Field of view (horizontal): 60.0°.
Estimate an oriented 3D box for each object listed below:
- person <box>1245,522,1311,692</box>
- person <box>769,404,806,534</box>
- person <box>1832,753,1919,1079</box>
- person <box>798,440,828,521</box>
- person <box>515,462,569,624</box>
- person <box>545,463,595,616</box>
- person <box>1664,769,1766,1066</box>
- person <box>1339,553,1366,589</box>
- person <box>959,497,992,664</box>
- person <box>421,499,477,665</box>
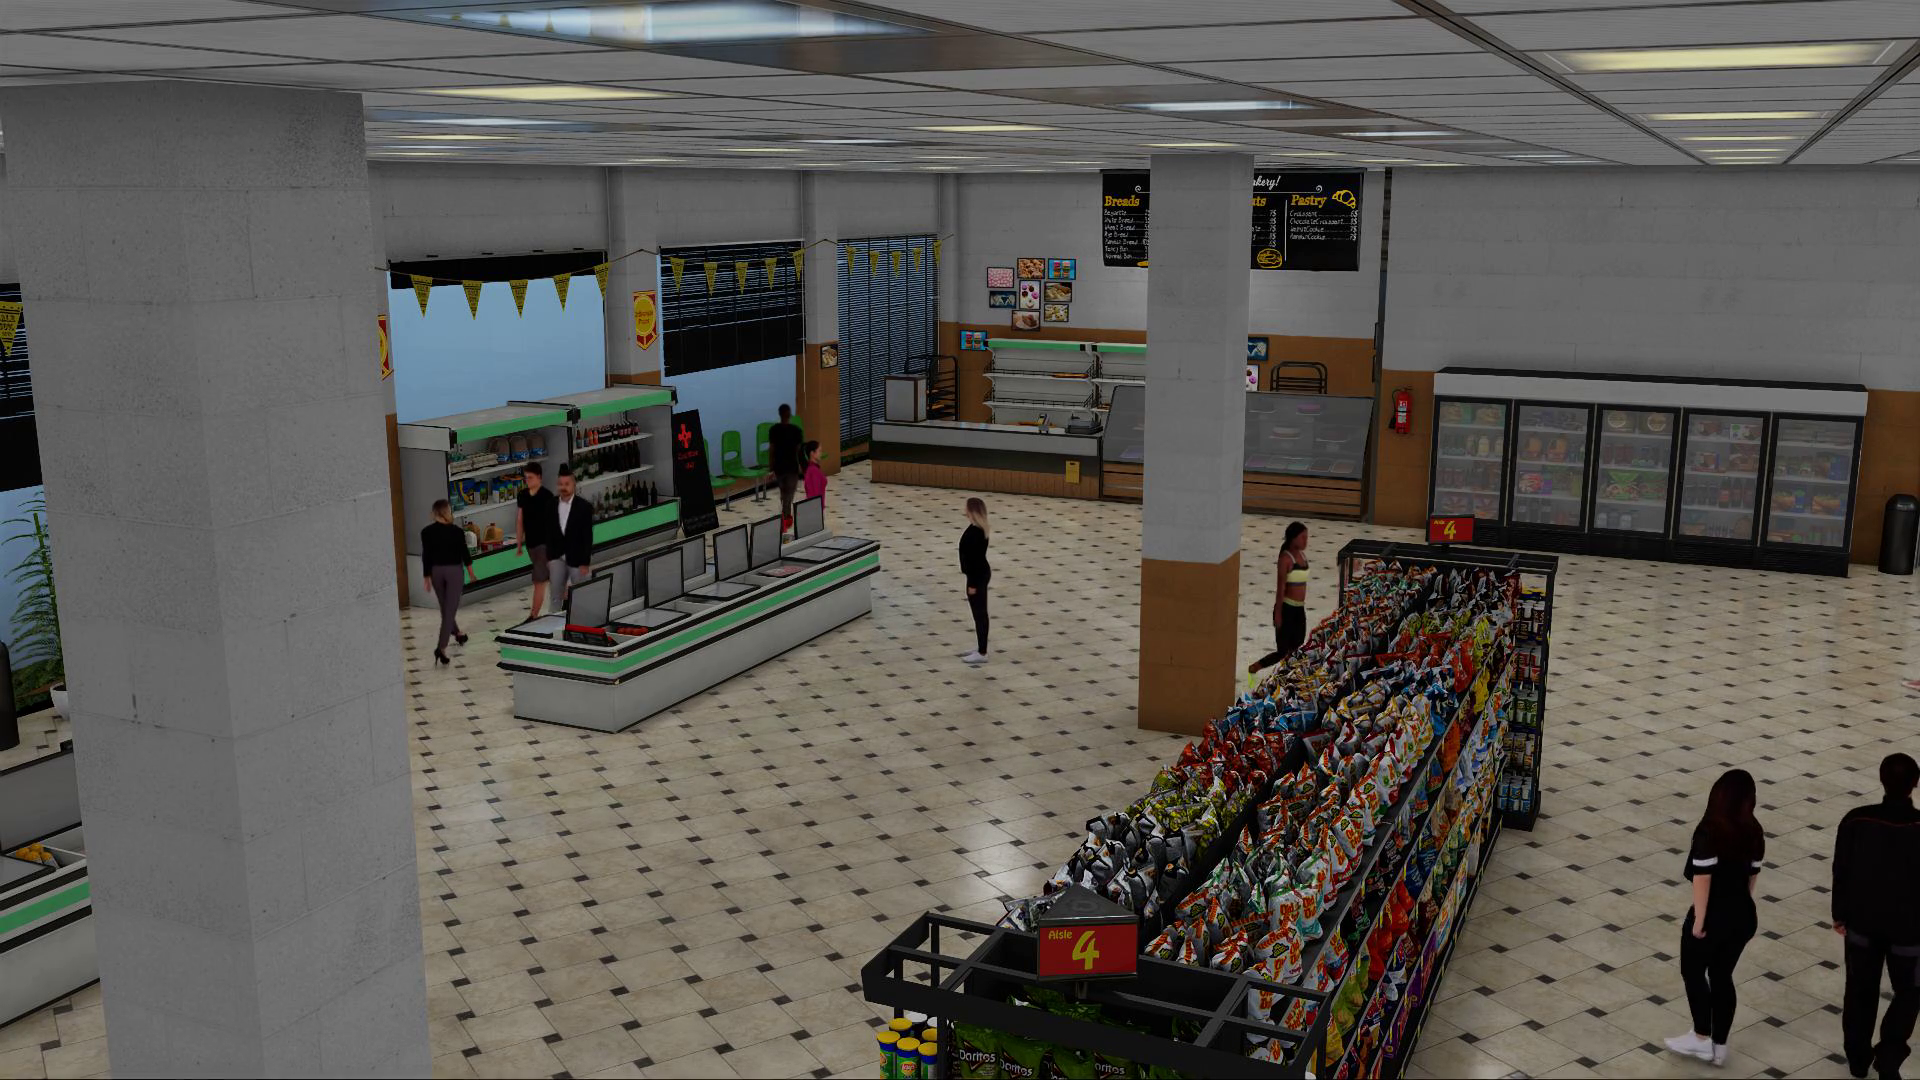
[{"bbox_3d":[2.958,0.685,15.283,0.956,1.735,0.841,-11,16,-43],"label":"person"},{"bbox_3d":[-2.421,-0.955,22.963,0.881,1.780,1.264,2,12,11],"label":"person"},{"bbox_3d":[4.843,2.027,8.684,0.802,1.828,0.919,8,14,33],"label":"person"},{"bbox_3d":[-1.811,-0.376,20.407,0.739,1.700,0.682,-4,13,-20],"label":"person"},{"bbox_3d":[-4.492,0.036,18.112,0.749,1.839,1.248,8,14,32],"label":"person"},{"bbox_3d":[-4.031,0.148,17.397,0.937,1.913,1.233,2,12,11],"label":"person"},{"bbox_3d":[4.143,2.071,9.028,0.765,1.600,0.814,-6,13,-27],"label":"person"},{"bbox_3d":[3.750,0.747,16.155,0.882,1.254,0.885,-3,12,-12],"label":"person"},{"bbox_3d":[0.193,0.399,16.761,0.721,1.685,0.570,2,12,9],"label":"person"},{"bbox_3d":[-5.165,0.460,16.638,0.837,1.617,1.142,2,12,7],"label":"person"}]
